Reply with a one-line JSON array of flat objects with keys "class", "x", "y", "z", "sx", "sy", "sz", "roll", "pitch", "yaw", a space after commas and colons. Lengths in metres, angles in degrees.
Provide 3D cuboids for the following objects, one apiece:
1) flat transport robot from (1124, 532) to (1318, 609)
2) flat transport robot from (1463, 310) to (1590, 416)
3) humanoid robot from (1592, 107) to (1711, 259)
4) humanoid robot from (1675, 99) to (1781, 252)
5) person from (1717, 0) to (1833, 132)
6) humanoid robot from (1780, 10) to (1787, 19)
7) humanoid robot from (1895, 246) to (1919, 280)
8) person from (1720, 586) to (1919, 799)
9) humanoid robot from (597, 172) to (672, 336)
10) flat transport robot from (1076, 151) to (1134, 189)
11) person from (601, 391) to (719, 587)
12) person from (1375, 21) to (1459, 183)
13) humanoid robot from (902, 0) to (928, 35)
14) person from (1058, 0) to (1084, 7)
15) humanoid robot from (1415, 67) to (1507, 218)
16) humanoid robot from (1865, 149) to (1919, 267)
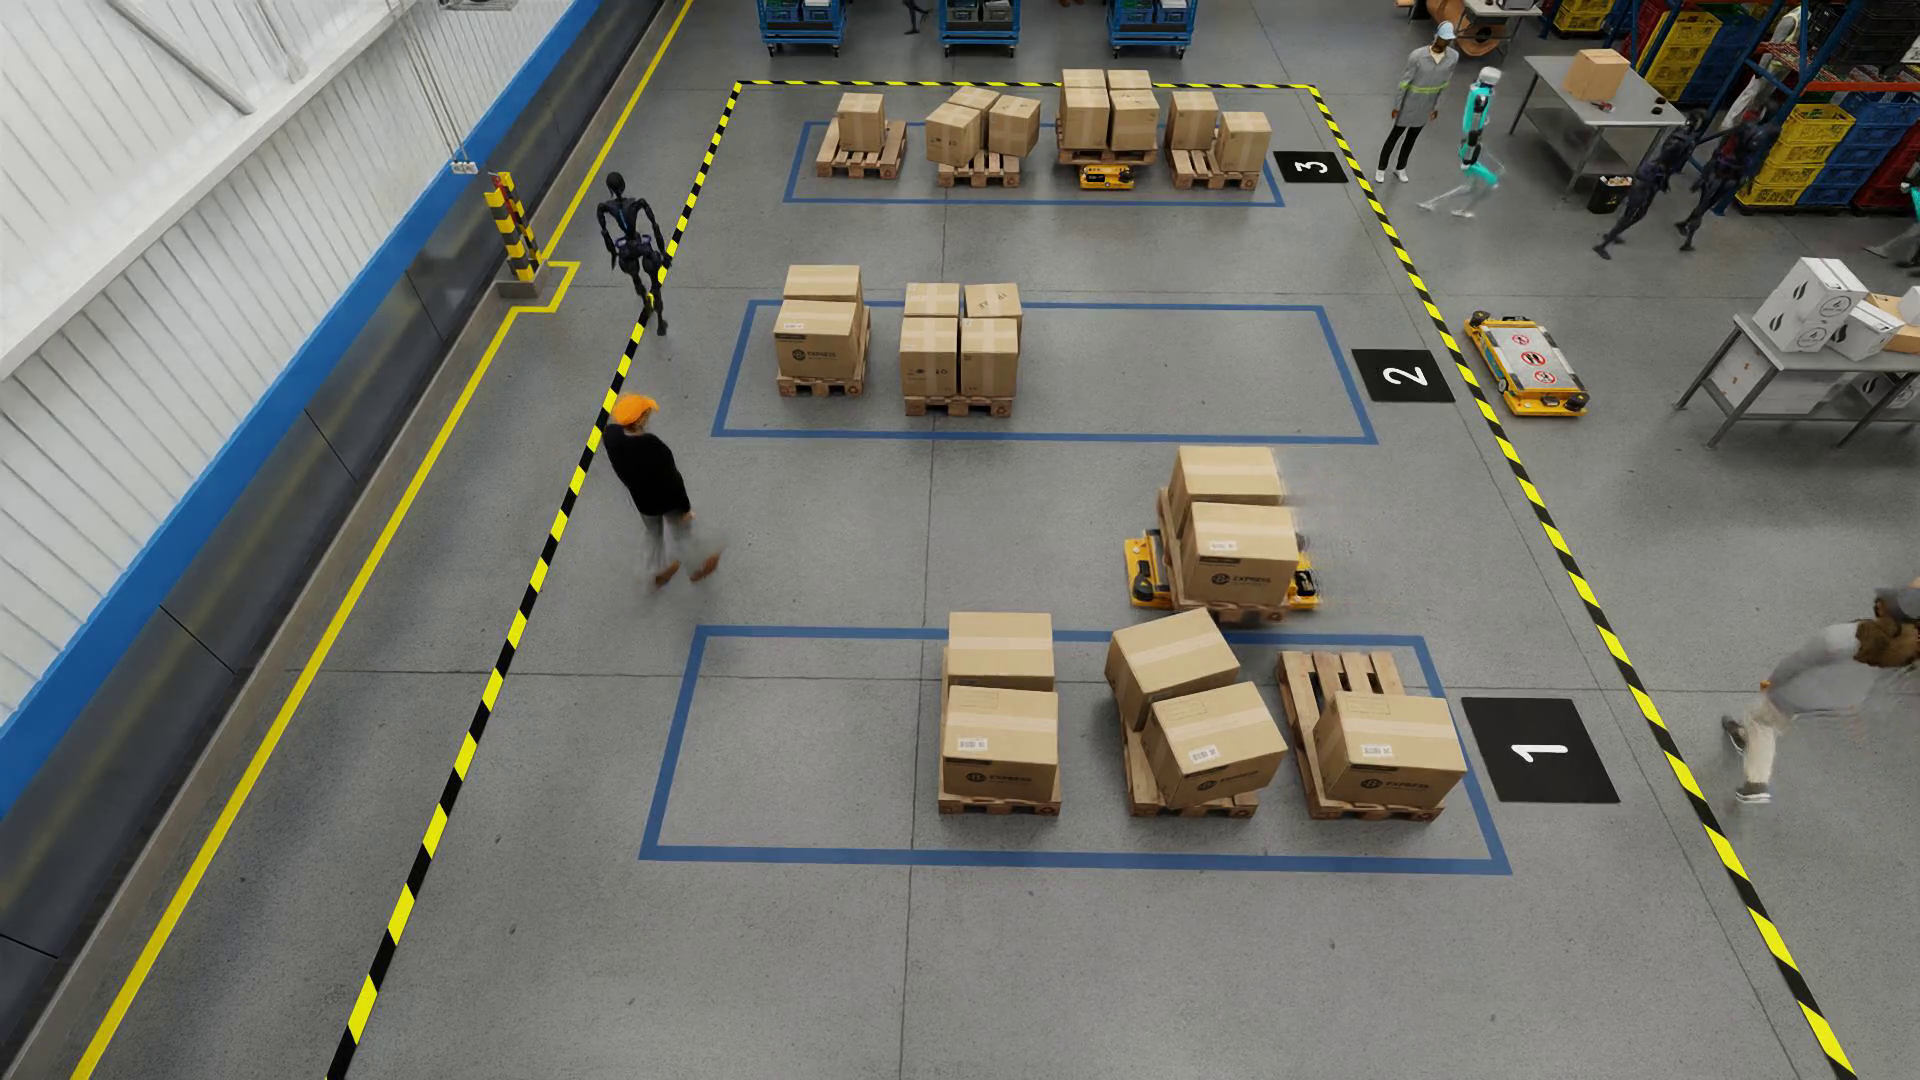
[{"class": "flat transport robot", "x": 2.070, "y": 0.226, "z": 7.319, "sx": 1.431, "sy": 0.197, "sz": 0.652, "roll": 1, "pitch": 49, "yaw": 1}, {"class": "flat transport robot", "x": 5.573, "y": -1.757, "z": 9.054, "sx": 0.659, "sy": 0.231, "sz": 1.431, "roll": 1, "pitch": 49, "yaw": 1}, {"class": "humanoid robot", "x": 7.527, "y": -3.894, "z": 9.971, "sx": 0.596, "sy": 1.640, "sz": 0.356, "roll": -29, "pitch": 55, "yaw": -23}, {"class": "humanoid robot", "x": 8.478, "y": -4.005, "z": 10.095, "sx": 0.583, "sy": 1.629, "sz": 0.775, "roll": 6, "pitch": 49, "yaw": 5}, {"class": "person", "x": 10.563, "y": -6.139, "z": 11.815, "sx": 0.617, "sy": 1.836, "sz": 0.432, "roll": -14, "pitch": 51, "yaw": -12}, {"class": "humanoid robot", "x": 12.560, "y": -8.010, "z": 13.536, "sx": 0.360, "sy": 1.651, "sz": 0.609, "roll": -25, "pitch": 54, "yaw": -20}, {"class": "humanoid robot", "x": 10.695, "y": -3.566, "z": 9.685, "sx": 0.304, "sy": 1.650, "sz": 0.616, "roll": -2, "pitch": 49, "yaw": -2}, {"class": "person", "x": 5.363, "y": 0.989, "z": 5.696, "sx": 0.578, "sy": 1.745, "sz": 0.694, "roll": 4, "pitch": 49, "yaw": 3}, {"class": "humanoid robot", "x": -3.197, "y": -2.887, "z": 9.108, "sx": 0.588, "sy": 1.637, "sz": 0.660, "roll": -7, "pitch": 50, "yaw": -6}, {"class": "flat transport robot", "x": 1.845, "y": -4.982, "z": 11.827, "sx": 0.652, "sy": 0.197, "sz": 1.431, "roll": 1, "pitch": 49, "yaw": 1}, {"class": "person", "x": -2.224, "y": -0.344, "z": 6.766, "sx": 0.589, "sy": 1.885, "sz": 0.378, "roll": 19, "pitch": 52, "yaw": 16}, {"class": "person", "x": 5.493, "y": -5.223, "z": 11.007, "sx": 0.593, "sy": 1.852, "sz": 0.367, "roll": -1, "pitch": 49, "yaw": -1}, {"class": "humanoid robot", "x": -0.692, "y": -8.756, "z": 14.186, "sx": 0.473, "sy": 1.646, "sz": 0.600, "roll": -19, "pitch": 52, "yaw": -15}, {"class": "person", "x": 1.885, "y": -9.754, "z": 14.882, "sx": 0.620, "sy": 1.932, "sz": 0.371, "roll": -14, "pitch": 51, "yaw": -12}, {"class": "humanoid robot", "x": 5.893, "y": -4.381, "z": 10.344, "sx": 0.893, "sy": 1.743, "sz": 0.552, "roll": 13, "pitch": 50, "yaw": 11}, {"class": "humanoid robot", "x": 10.550, "y": -3.782, "z": 9.845, "sx": 0.602, "sy": 1.786, "sz": 0.855, "roll": 3, "pitch": 49, "yaw": 3}]
